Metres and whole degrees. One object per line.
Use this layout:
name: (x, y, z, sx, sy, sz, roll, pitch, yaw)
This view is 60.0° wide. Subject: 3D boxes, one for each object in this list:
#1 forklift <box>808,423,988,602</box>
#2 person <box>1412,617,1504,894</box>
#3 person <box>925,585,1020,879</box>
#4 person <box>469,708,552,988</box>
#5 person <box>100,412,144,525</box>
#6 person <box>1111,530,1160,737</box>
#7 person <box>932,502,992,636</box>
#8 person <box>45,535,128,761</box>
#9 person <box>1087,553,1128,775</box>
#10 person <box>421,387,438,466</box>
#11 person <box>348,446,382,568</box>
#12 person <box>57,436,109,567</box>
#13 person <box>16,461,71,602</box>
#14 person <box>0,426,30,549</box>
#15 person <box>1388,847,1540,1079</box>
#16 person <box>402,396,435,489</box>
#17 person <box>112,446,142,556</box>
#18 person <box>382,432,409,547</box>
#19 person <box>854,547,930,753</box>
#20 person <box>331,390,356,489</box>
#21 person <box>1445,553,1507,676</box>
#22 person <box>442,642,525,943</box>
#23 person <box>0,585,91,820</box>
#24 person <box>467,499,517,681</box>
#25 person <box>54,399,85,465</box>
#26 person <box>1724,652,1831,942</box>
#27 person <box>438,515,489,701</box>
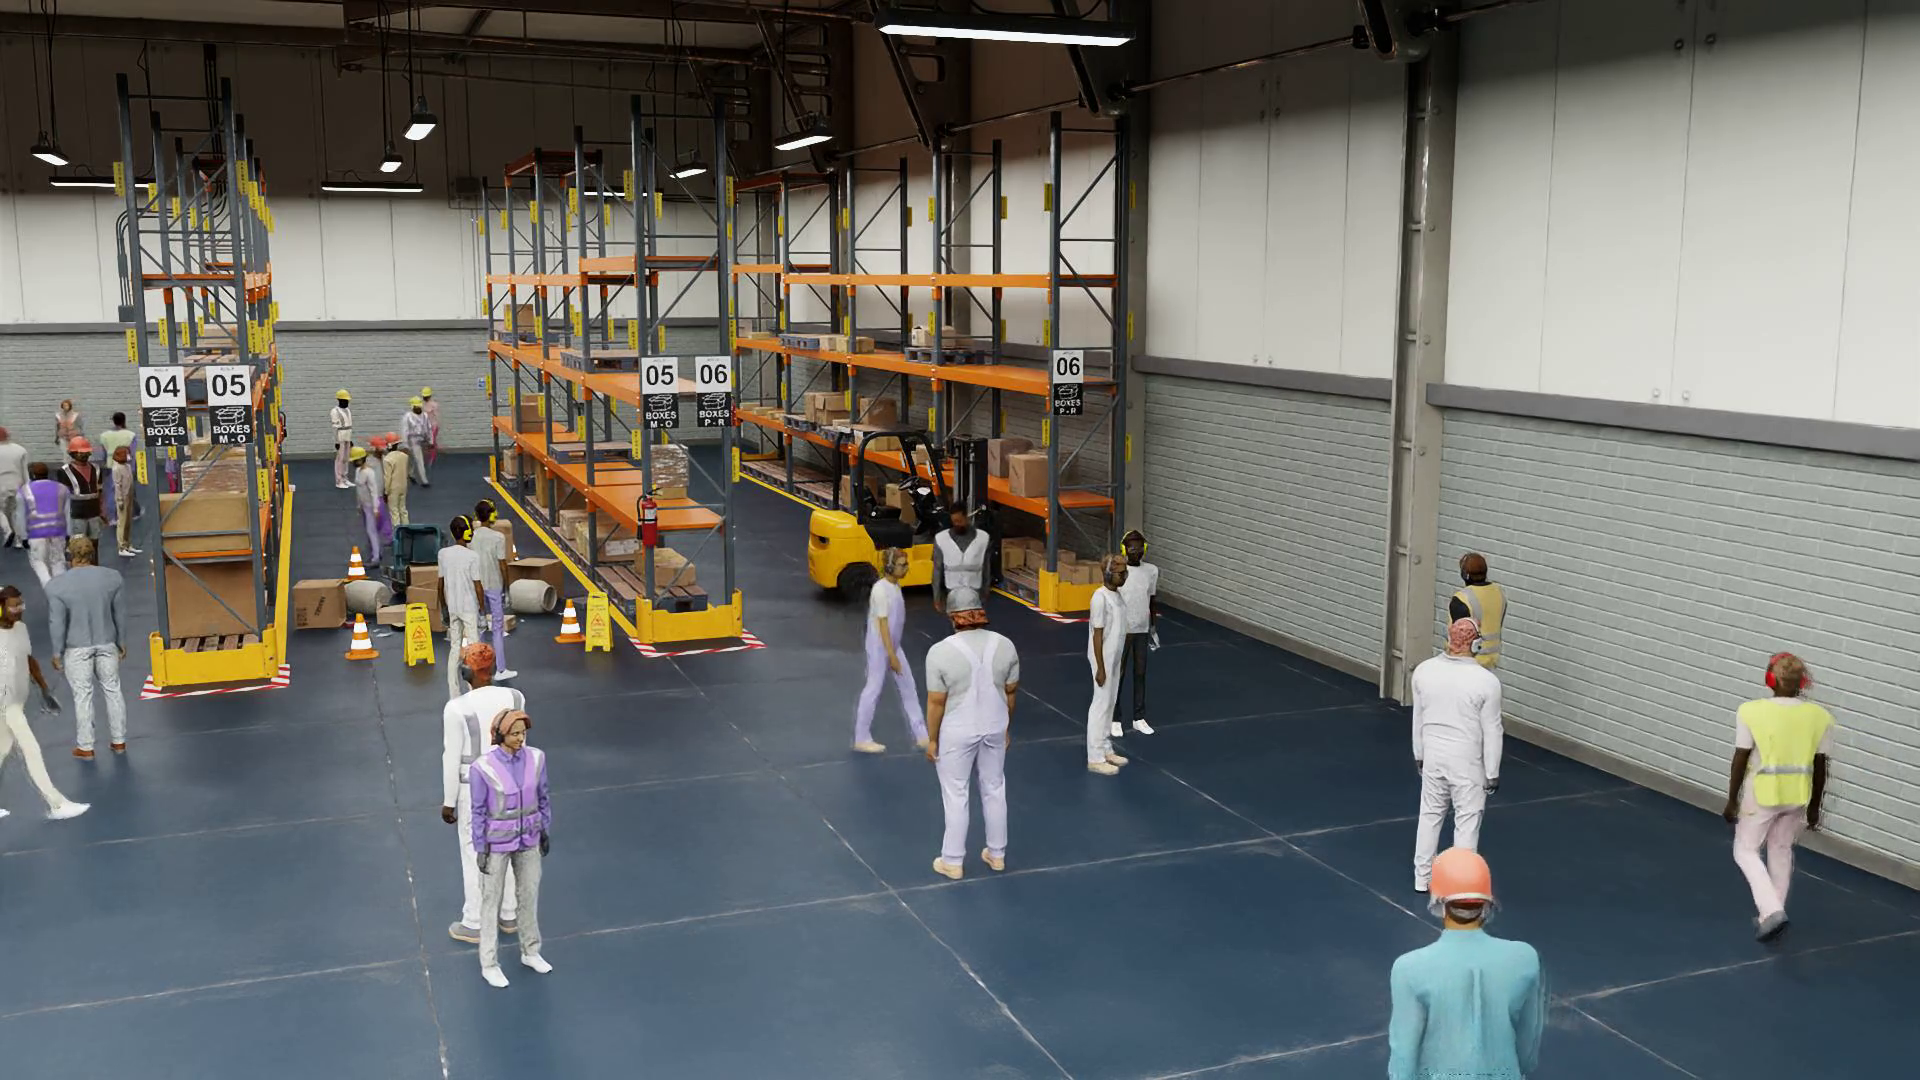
forklift: (-0.830, -0.399, 21.676, 2.313, 2.155, 1.214, -4, 10, -21)
person: (3.287, 1.449, 10.975, 0.397, 1.900, 0.650, -8, 12, -41)
person: (0.039, 1.298, 11.475, 0.681, 2.000, 0.536, -4, 10, -25)
person: (-2.624, 1.780, 9.741, 0.313, 1.633, 0.518, 9, 12, 43)
person: (-14.024, -1.199, 27.786, 0.611, 1.860, 1.048, -1, 9, -5)
person: (1.553, 0.832, 14.946, 0.520, 1.871, 0.326, -3, 9, -17)
person: (0.026, 0.535, 16.816, 0.615, 1.866, 0.891, 0, 9, -2)
person: (-7.439, 0.914, 14.211, 0.370, 1.941, 0.627, 9, 13, 44)
person: (1.236, 1.018, 13.860, 0.326, 1.842, 0.517, 4, 10, 22)
person: (-11.517, -2.461, 36.075, 0.538, 1.743, 0.487, 3, 9, 17)
person: (-8.408, -0.477, 23.664, 0.470, 1.731, 0.691, -7, 11, -38)
person: (-11.438, -0.335, 21.751, 0.374, 2.044, 0.607, 4, 10, 26)
person: (-11.439, -0.077, 20.830, 0.621, 1.829, 0.527, -8, 12, -43)
person: (-14.381, -0.787, 25.084, 0.675, 1.888, 0.458, -9, 13, -44)
person: (1.936, 2.135, 6.501, 0.634, 1.941, 1.029, 0, 9, -3)
person: (-10.619, -1.922, 32.498, 0.859, 1.806, 0.582, 6, 11, 32)
person: (-12.343, -0.583, 24.597, 0.280, 1.633, 0.502, -1, 9, -7)
person: (-8.640, -0.773, 25.402, 0.318, 1.755, 0.560, 2, 9, 13)
person: (-0.524, 0.971, 14.283, 0.908, 1.806, 0.538, 3, 10, 20)
person: (-11.998, -1.970, 32.402, 0.384, 1.925, 0.593, 1, 9, 7)
person: (4.263, 1.018, 13.874, 0.624, 1.841, 0.430, -7, 11, -36)
person: (-2.964, 1.558, 10.363, 0.372, 1.879, 0.579, 7, 11, 37)
person: (-7.141, 1.232, 12.594, 0.973, 1.820, 0.539, 0, 9, -3)
person: (-4.835, 0.510, 17.001, 0.562, 1.866, 0.325, 3, 9, 17)
person: (-18.300, -2.102, 34.187, 0.556, 1.619, 0.433, -3, 9, -16)
person: (5.027, 1.602, 10.221, 0.586, 1.828, 0.523, 0, 9, -1)
person: (-4.719, 0.691, 15.840, 0.532, 1.868, 0.310, 4, 10, 22)
